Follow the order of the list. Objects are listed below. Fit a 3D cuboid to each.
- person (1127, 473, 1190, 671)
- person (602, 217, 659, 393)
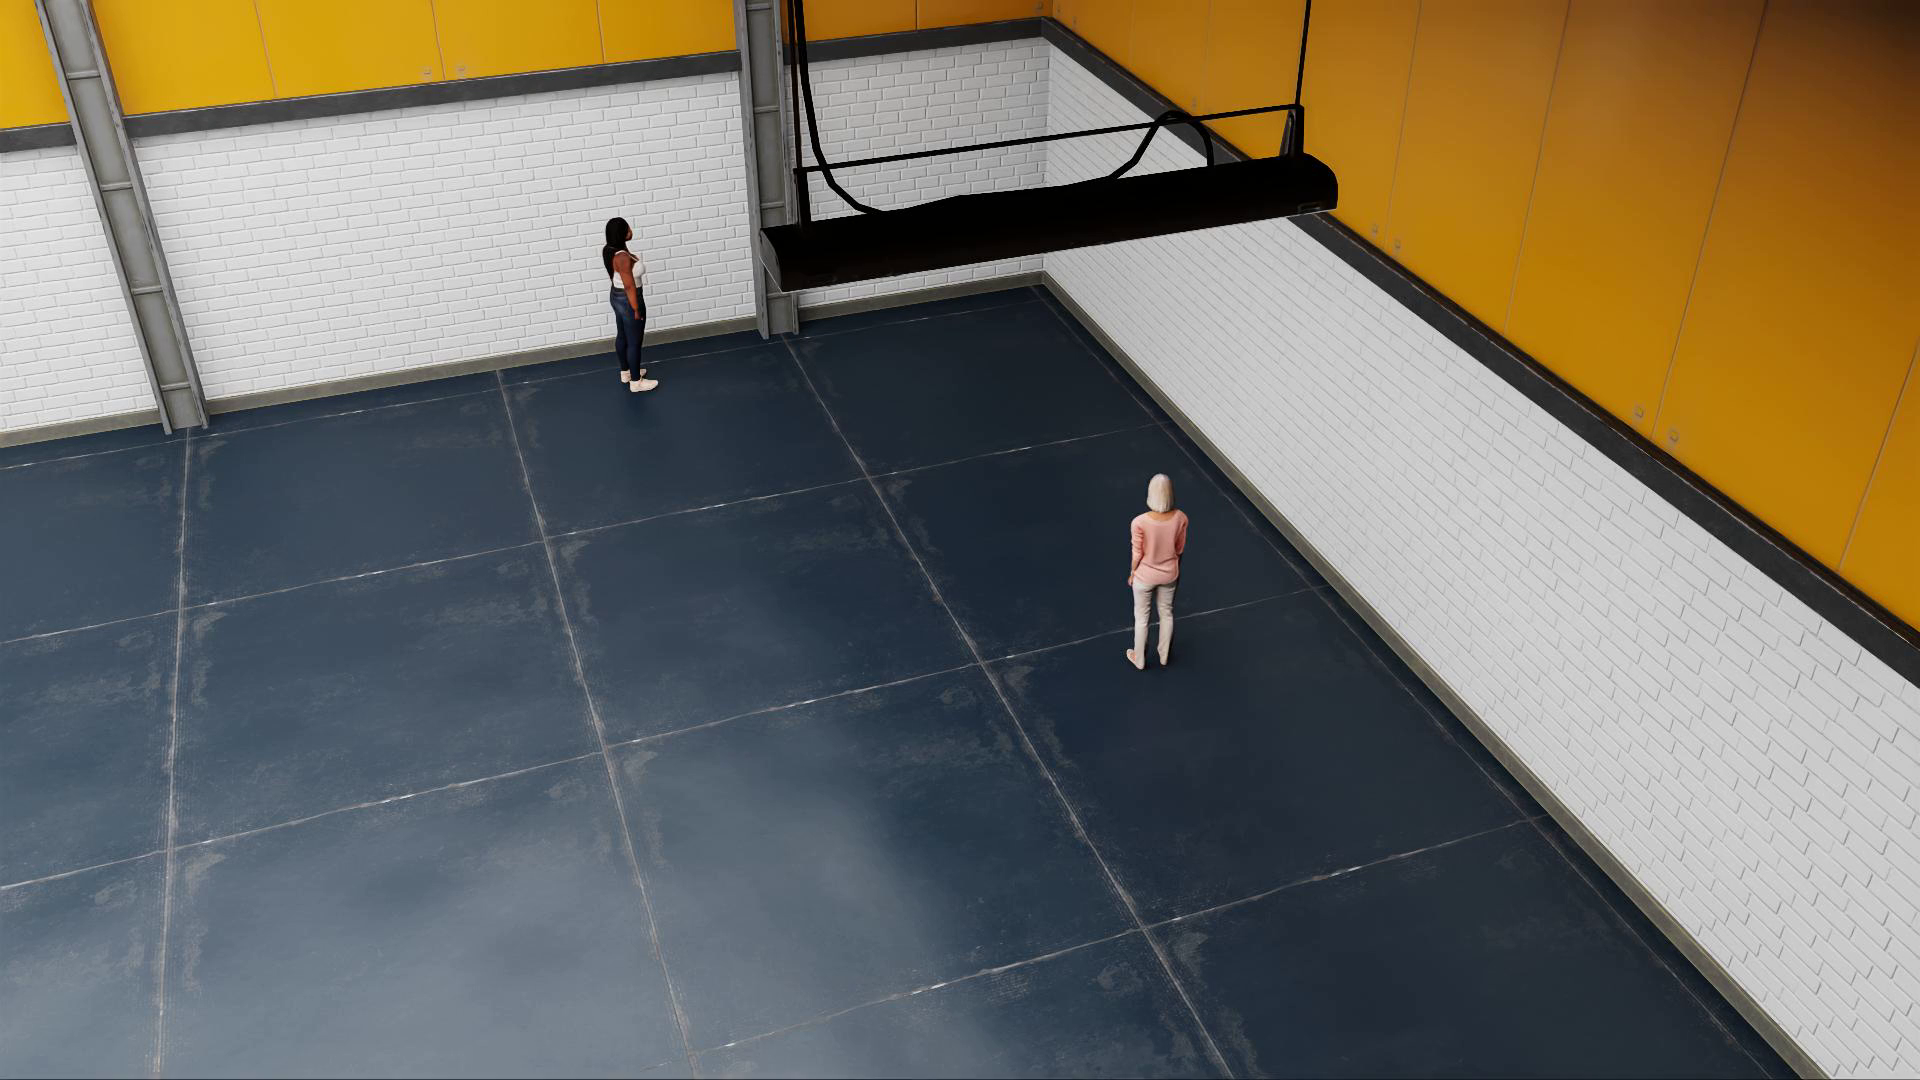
[{"bbox_3d":[1.503,0.243,12.750,0.485,1.724,0.676,-8,34,-12],"label":"person"},{"bbox_3d":[-3.333,-2.359,16.589,0.653,1.808,0.677,-18,37,-25],"label":"person"}]
